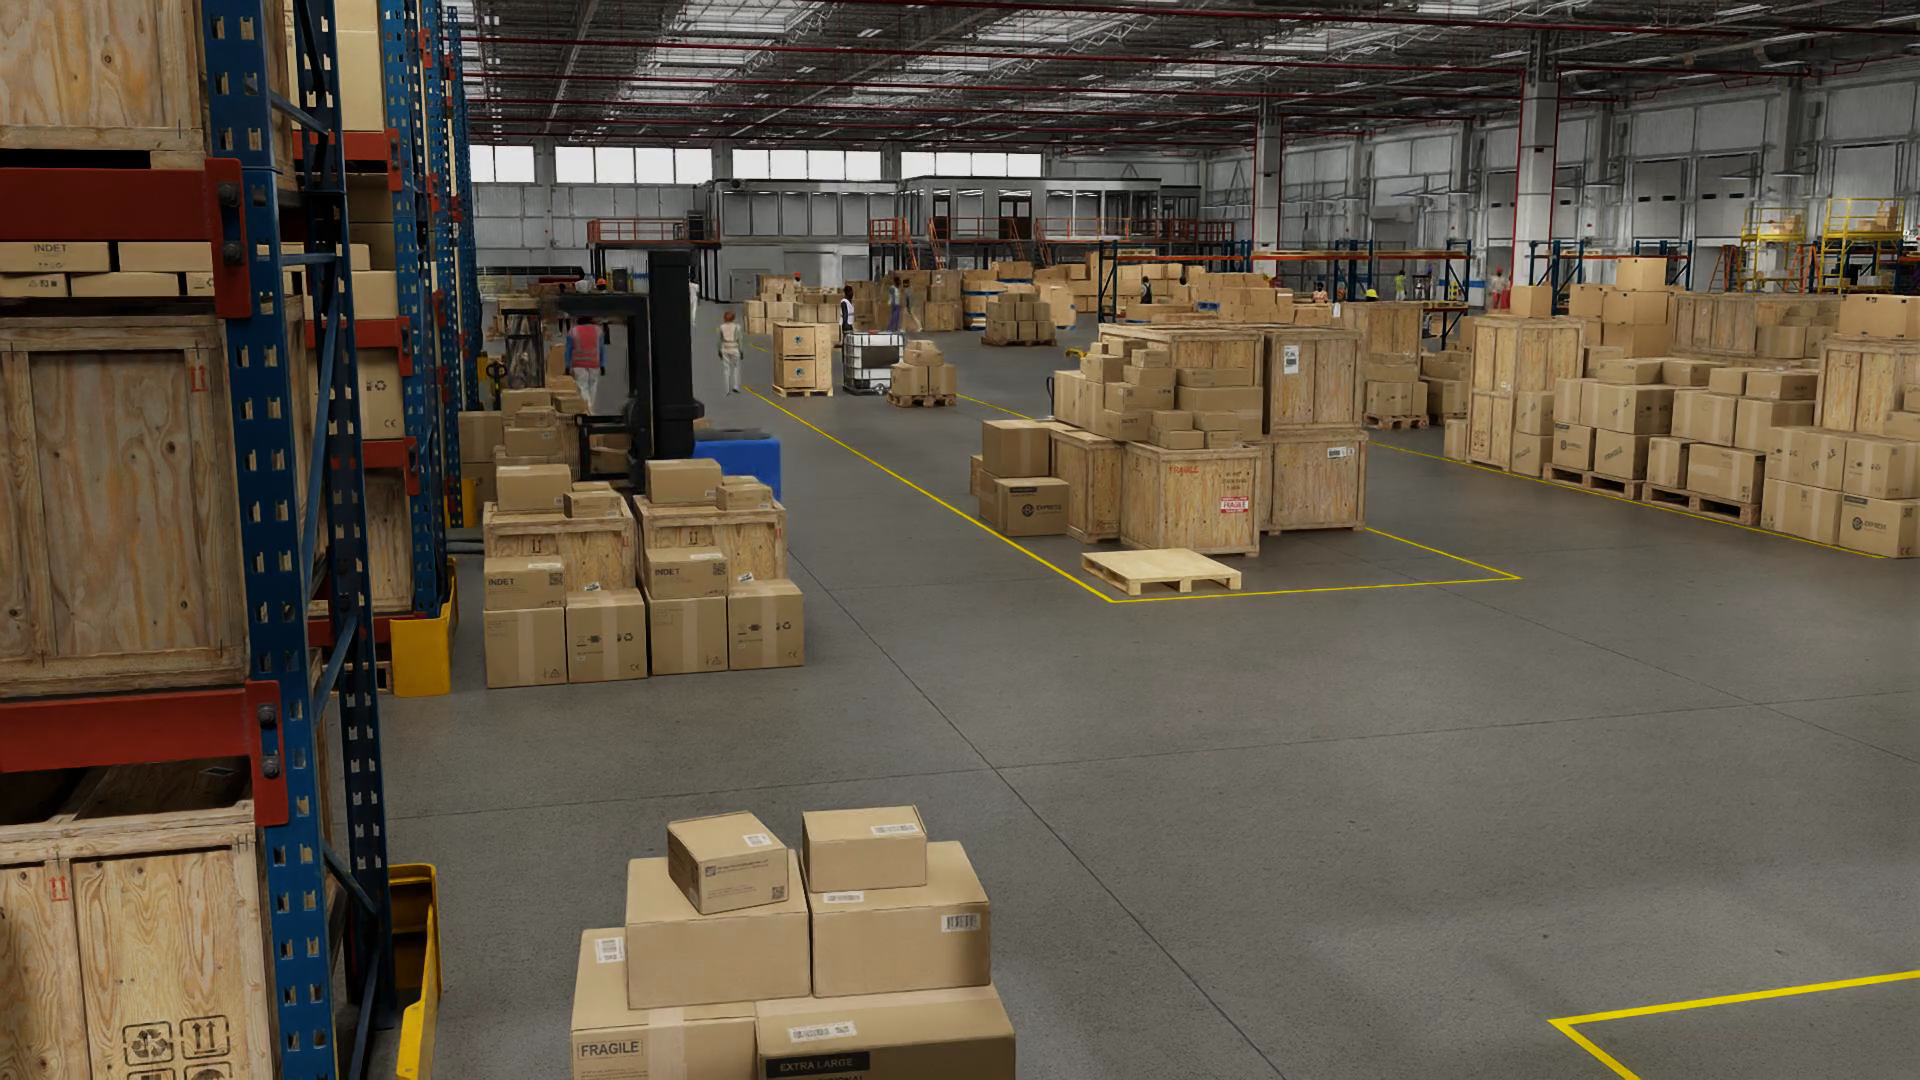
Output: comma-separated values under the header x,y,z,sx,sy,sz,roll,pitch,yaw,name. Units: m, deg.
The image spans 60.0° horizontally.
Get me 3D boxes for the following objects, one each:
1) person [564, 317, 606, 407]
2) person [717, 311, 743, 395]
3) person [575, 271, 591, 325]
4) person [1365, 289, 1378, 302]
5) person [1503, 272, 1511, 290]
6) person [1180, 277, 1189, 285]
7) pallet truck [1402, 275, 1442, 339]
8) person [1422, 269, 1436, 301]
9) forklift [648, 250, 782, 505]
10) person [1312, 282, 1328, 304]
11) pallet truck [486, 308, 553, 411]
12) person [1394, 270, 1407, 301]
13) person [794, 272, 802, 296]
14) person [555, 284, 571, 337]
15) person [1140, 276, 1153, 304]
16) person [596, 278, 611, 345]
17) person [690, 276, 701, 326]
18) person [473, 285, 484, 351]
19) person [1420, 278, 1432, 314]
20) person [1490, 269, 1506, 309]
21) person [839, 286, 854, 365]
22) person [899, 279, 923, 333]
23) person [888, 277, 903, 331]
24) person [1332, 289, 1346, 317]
x,y,z,sx,sy,sz,roll,pitch,yaw,name
-6.221,-2.876,27.487,0.644,1.800,0.915,-5,11,-27,person
-4.455,-3.650,32.384,0.538,1.618,0.539,1,10,7,person
-13.764,-8.826,60.735,0.601,1.967,0.369,-7,12,-36,person
9.174,-4.684,37.432,0.400,1.918,0.585,2,10,12,person
20.996,-9.270,63.412,0.605,1.908,0.458,5,11,27,person
7.728,-8.163,57.369,0.430,1.835,0.647,-3,11,-17,person
14.620,-7.324,52.145,0.823,1.965,1.885,8,13,40,pallet truck
20.206,-10.734,71.688,0.616,1.914,0.953,5,11,26,person
-2.675,-1.311,15.595,1.873,2.768,1.129,-3,10,-15,forklift
11.962,-7.727,55.305,0.534,1.694,0.321,7,12,33,person
-6.242,-2.418,24.362,0.823,1.965,1.885,1,10,3,pallet truck
19.493,-11.012,73.486,0.430,1.840,0.621,-7,12,-34,person
-5.969,-8.897,61.225,0.362,1.934,0.551,8,13,38,person
-12.654,-7.328,53.036,0.534,1.692,0.320,1,10,7,person
6.560,-8.399,58.685,0.505,1.839,0.344,-5,11,-28,person
-10.465,-6.694,48.753,0.372,1.933,0.551,-3,10,-17,person
-9.676,-8.657,60.213,0.552,1.817,1.000,0,10,1,person
-13.096,-6.007,44.567,0.535,2.000,0.674,3,11,18,person
15.137,-7.624,54.010,0.372,1.940,0.630,6,12,32,person
22.648,-10.459,70.058,0.629,1.953,1.010,0,10,-2,person
-2.724,-5.180,40.220,0.392,1.922,0.592,1,10,8,person
-1.645,-7.731,54.983,0.939,1.823,0.546,4,11,23,person
-2.113,-7.631,54.229,0.458,1.879,0.645,2,10,12,person
8.886,-4.898,38.769,0.354,1.877,0.574,-7,12,-33,person
